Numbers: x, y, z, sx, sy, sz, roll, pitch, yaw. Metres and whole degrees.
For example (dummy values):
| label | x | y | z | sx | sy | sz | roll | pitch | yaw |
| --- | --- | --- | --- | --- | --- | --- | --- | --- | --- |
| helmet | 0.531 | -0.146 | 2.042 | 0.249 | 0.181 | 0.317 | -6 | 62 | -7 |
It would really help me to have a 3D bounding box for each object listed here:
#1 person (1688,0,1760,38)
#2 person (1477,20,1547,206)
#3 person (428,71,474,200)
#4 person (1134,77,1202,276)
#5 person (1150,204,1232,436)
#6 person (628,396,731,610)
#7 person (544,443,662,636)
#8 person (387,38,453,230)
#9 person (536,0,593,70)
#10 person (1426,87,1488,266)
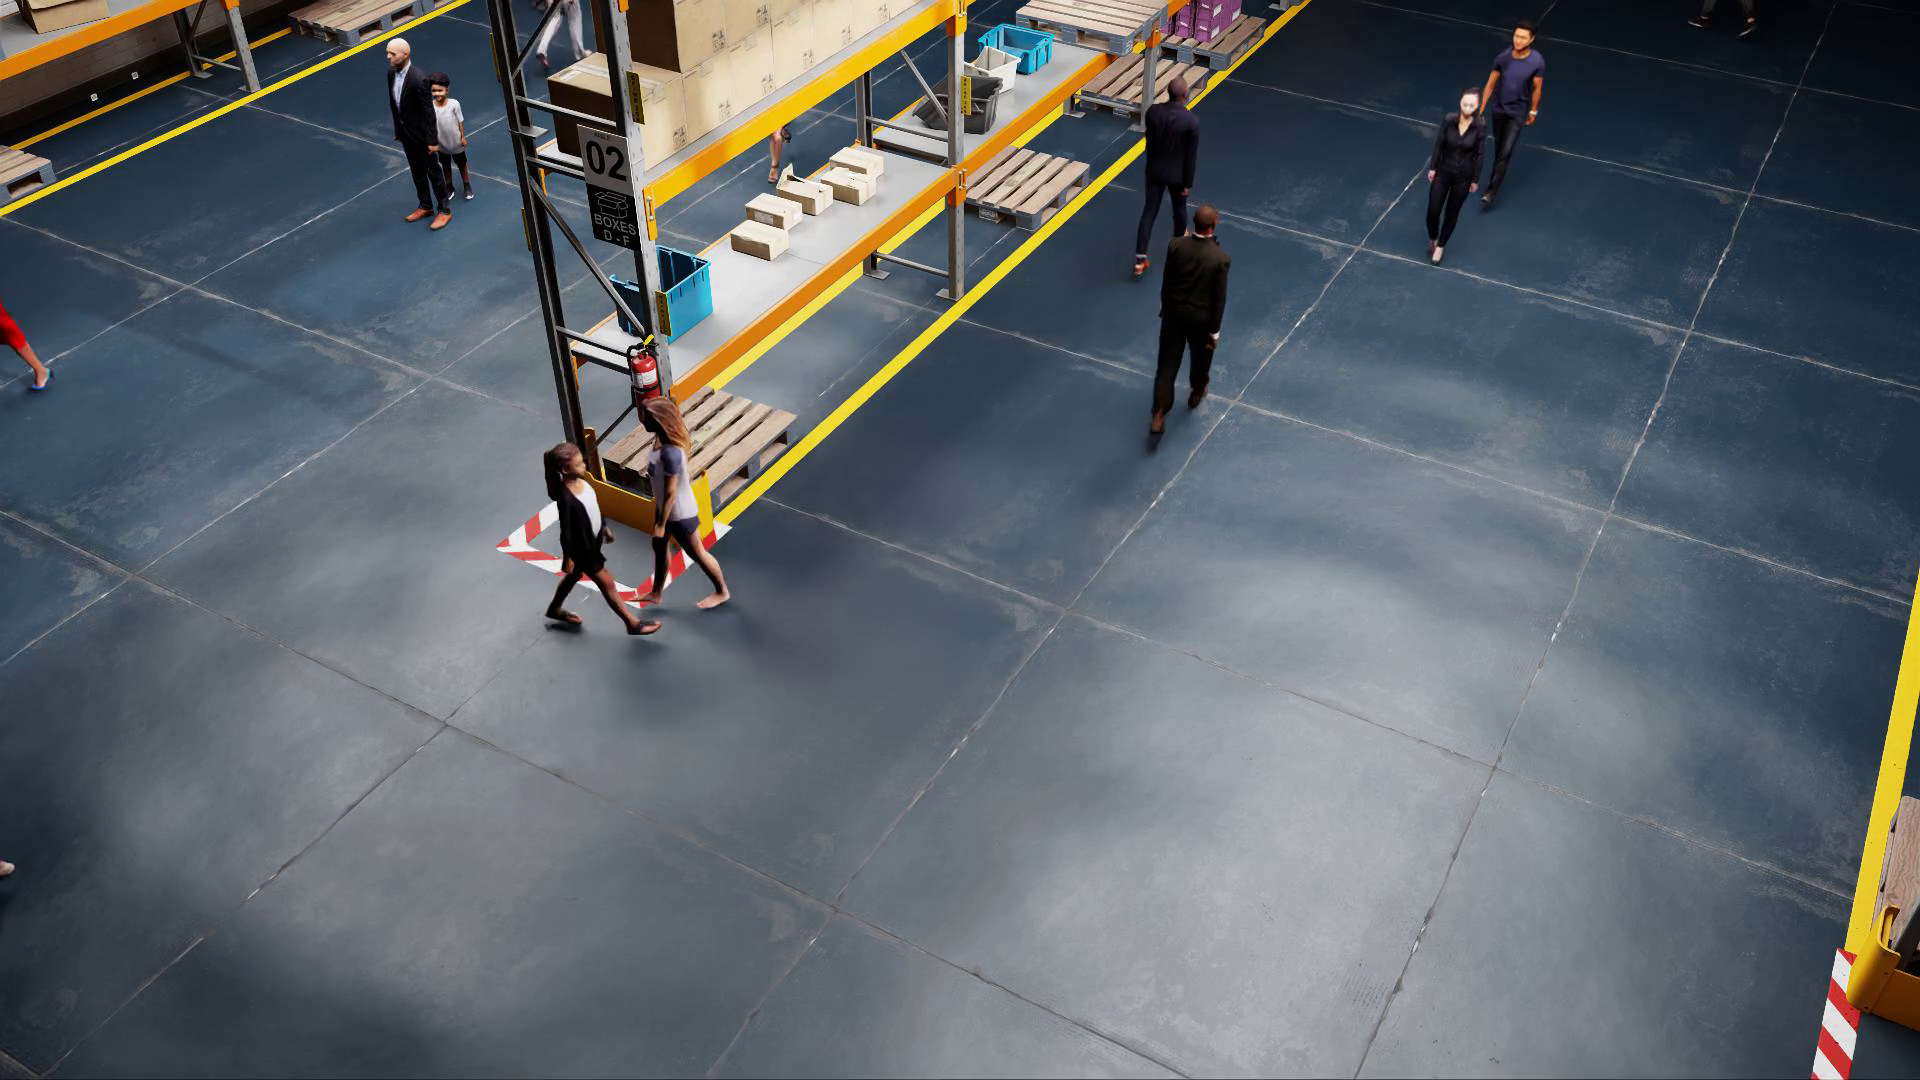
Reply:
| label | x | y | z | sx | sy | sz | roll | pitch | yaw |
| --- | --- | --- | --- | --- | --- | --- | --- | --- | --- |
| person | 9.027 | -6.635 | 19.149 | 1.111 | 1.688 | 1.024 | -19 | 42 | -22 |
| person | 5.316 | -4.157 | 16.006 | 0.712 | 1.738 | 1.119 | 22 | 44 | 26 |
| person | -4.952 | -3.920 | 16.092 | 0.582 | 1.262 | 0.633 | -5 | 39 | -6 |
| person | 1.790 | -3.201 | 14.778 | 0.749 | 1.778 | 1.173 | 17 | 42 | 20 |
| person | 1.725 | -1.655 | 12.768 | 0.852 | 1.870 | 1.325 | 12 | 40 | 15 |
| person | -1.827 | -0.206 | 11.092 | 1.020 | 1.698 | 0.941 | -13 | 40 | -15 |
| person | -2.570 | 0.009 | 10.968 | 0.905 | 1.517 | 1.065 | 4 | 39 | 5 |
| person | -5.072 | -3.813 | 15.526 | 0.663 | 1.801 | 0.568 | 21 | 43 | 24 |
| person | -4.489 | -6.077 | 18.401 | 0.620 | 1.750 | 0.999 | 23 | 44 | 26 |
| person | 4.438 | -3.271 | 14.928 | 0.641 | 1.700 | 0.606 | 14 | 41 | 17 |
